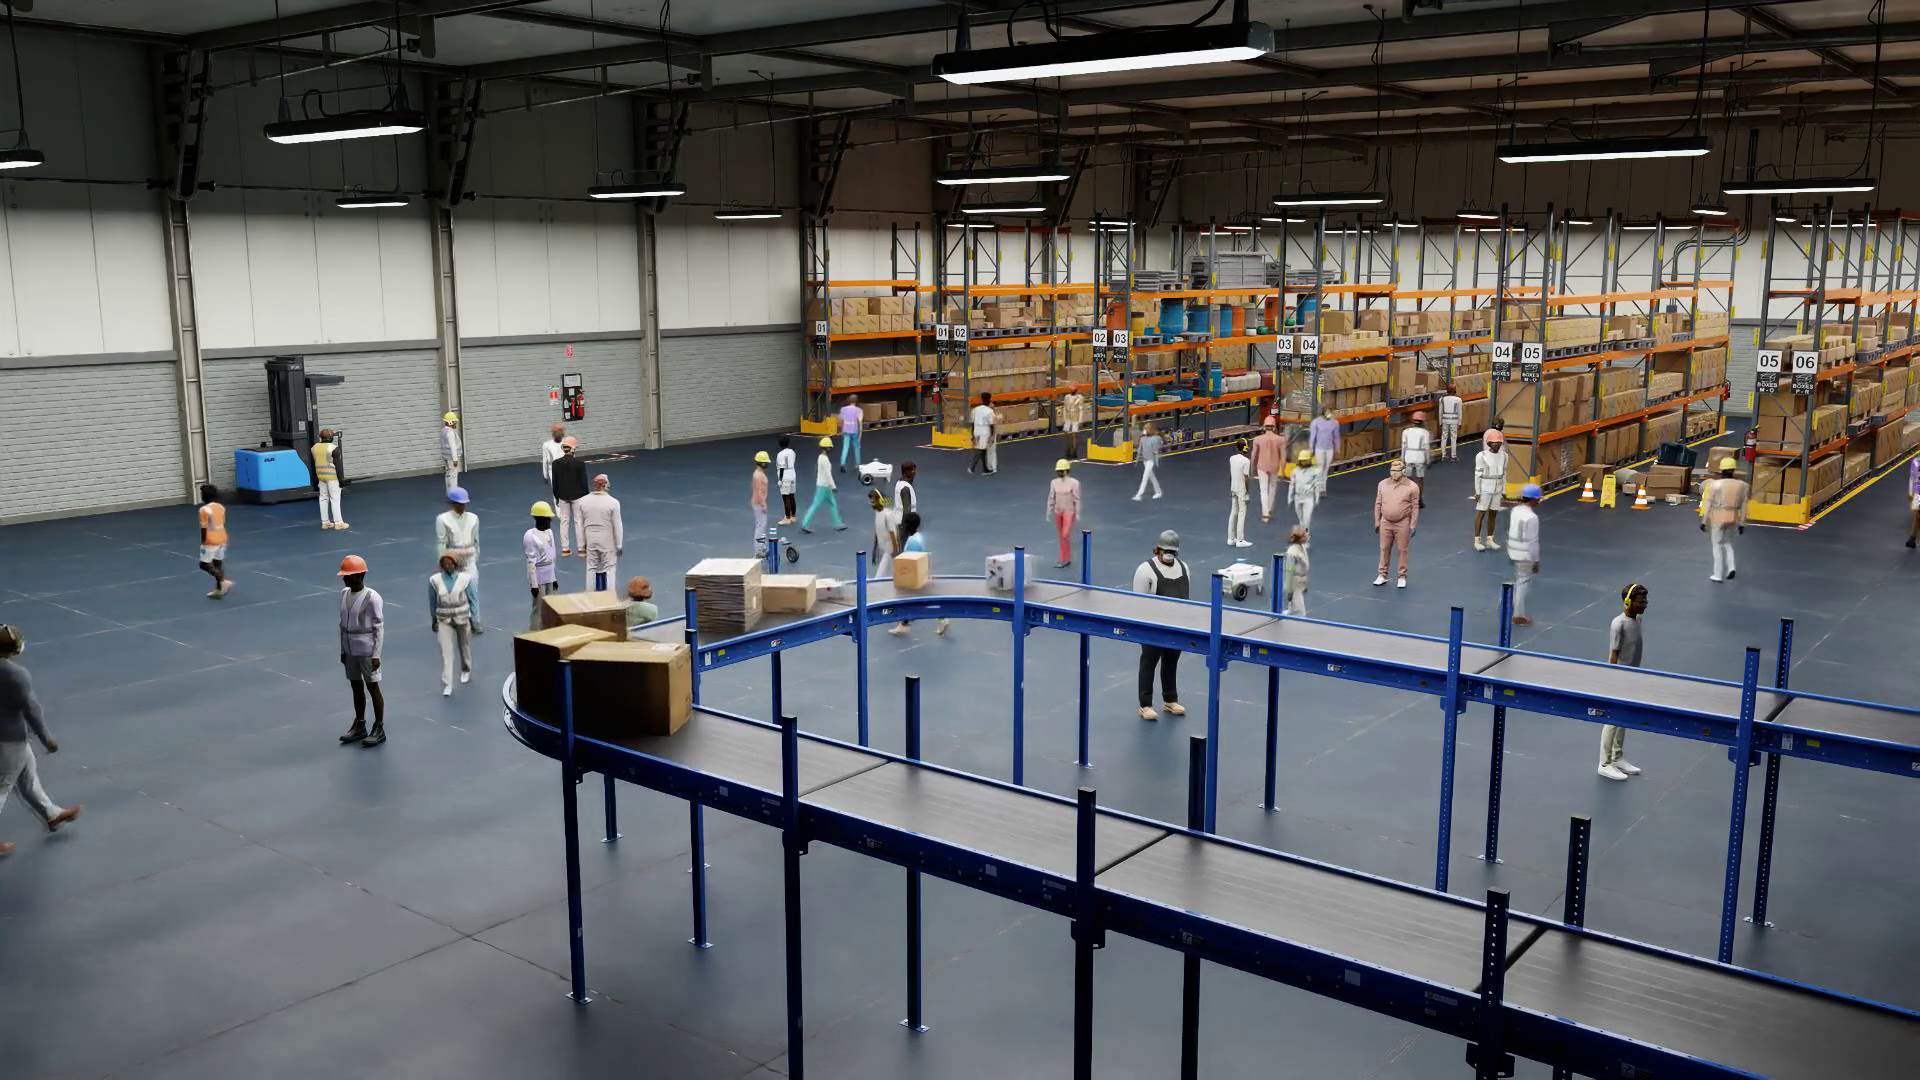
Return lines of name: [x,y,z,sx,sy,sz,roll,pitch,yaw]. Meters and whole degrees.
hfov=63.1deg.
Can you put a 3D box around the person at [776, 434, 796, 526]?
person: [-3.222,-1.123,29.001,0.322,1.699,0.535,4,11,21]

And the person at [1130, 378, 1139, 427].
person: [4.943,-3.797,44.325,0.499,1.601,0.790,7,12,34]

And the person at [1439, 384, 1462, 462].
person: [12.004,-2.866,38.300,0.574,1.882,0.356,7,12,34]

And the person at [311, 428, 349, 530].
person: [-11.508,-1.119,28.583,0.628,1.843,0.429,4,11,20]

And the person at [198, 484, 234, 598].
person: [-10.740,0.025,22.562,0.410,1.685,0.541,1,10,7]

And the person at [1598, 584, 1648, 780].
person: [6.290,1.323,14.789,0.312,1.865,0.516,10,14,44]

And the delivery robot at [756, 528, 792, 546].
delivery robot: [-3.033,-0.073,25.437,0.698,0.223,0.335,10,14,43]

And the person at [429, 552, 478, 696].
person: [-5.763,0.912,17.839,0.530,1.596,0.851,-2,10,-10]

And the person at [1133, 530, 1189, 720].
person: [2.213,0.907,16.736,0.675,2.000,0.537,-6,12,-29]

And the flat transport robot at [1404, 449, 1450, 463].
flat transport robot: [11.465,-2.070,38.472,0.652,0.197,1.431,8,13,38]

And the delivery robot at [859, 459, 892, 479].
delivery robot: [-1.856,-1.545,34.454,0.707,0.478,0.477,-2,10,-13]

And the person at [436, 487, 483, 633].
person: [-6.657,0.239,20.729,0.602,1.918,0.932,-8,13,-37]

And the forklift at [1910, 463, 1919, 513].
forklift: [19.034,-1.348,28.998,2.313,2.155,1.214,8,13,37]

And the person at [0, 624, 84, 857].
person: [-7.794,1.625,12.973,0.632,1.890,0.999,7,12,34]

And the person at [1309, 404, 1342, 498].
person: [7.595,-1.840,32.383,0.655,1.930,0.563,-3,10,-15]

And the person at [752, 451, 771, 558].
person: [-3.277,-0.597,25.882,0.330,1.761,0.537,0,10,-1]

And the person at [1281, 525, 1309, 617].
person: [4.128,0.592,19.554,0.658,1.622,0.516,4,11,23]

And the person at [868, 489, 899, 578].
person: [-1.049,0.203,21.239,1.012,1.809,0.537,-3,10,-15]

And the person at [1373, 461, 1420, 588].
person: [6.524,-0.240,23.452,0.644,1.907,0.399,7,12,33]

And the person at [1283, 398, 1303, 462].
person: [8.197,-2.857,38.290,0.633,1.874,1.074,7,12,35]

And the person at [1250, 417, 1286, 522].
person: [5.827,-1.365,29.665,0.649,1.939,1.005,1,10,5]

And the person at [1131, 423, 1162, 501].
person: [3.855,-1.608,32.052,0.870,1.587,0.520,-6,12,-32]

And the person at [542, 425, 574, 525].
person: [-7.536,-1.258,29.373,0.586,1.845,0.956,-5,11,-25]

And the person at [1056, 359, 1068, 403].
person: [3.178,-4.802,49.390,0.420,1.820,0.595,-9,13,-41]

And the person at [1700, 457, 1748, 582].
person: [11.616,-0.310,23.827,0.591,1.912,0.410,0,10,-2]

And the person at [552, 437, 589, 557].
person: [-6.436,-0.718,25.922,0.611,1.985,0.394,1,10,8]

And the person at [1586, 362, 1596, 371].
person: [19.426,-4.652,48.231,0.545,1.929,0.389,-3,10,-15]

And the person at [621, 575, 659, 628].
person: [-3.382,1.164,16.427,0.501,1.596,0.837,7,12,34]

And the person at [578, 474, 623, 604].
person: [-5.032,0.021,21.995,0.674,1.905,0.402,3,10,16]

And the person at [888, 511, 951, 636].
person: [-0.516,0.440,20.301,0.754,1.671,0.541,-1,10,-7]

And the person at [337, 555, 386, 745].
person: [-6.058,1.106,15.786,0.542,1.938,0.358,5,11,26]

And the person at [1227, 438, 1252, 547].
person: [4.820,-0.824,26.882,0.329,1.860,0.494,-5,11,-27]

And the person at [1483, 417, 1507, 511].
person: [10.520,-1.504,30.753,0.429,1.842,0.626,-2,10,-12]

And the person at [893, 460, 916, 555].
person: [-0.817,-0.244,23.449,0.393,1.916,0.591,-2,10,-11]

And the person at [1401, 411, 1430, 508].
person: [9.026,-1.586,30.997,0.592,1.919,0.437,8,13,36]

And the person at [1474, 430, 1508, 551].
person: [8.987,-0.840,26.442,0.608,2.045,0.392,-3,10,-16]

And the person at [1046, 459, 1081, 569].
person: [1.595,-0.406,24.863,0.540,1.733,0.827,8,13,37]

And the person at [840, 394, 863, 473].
person: [-2.536,-2.486,36.371,0.588,1.816,0.887,3,10,16]

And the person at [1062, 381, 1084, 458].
person: [2.767,-2.999,38.956,0.597,1.909,0.516,7,12,34]

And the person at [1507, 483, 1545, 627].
person: [7.562,0.198,20.914,0.448,1.930,0.644,-1,10,-5]

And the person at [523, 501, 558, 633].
person: [-5.157,0.476,19.354,0.360,1.930,0.586,2,10,11]

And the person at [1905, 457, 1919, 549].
person: [16.400,-0.775,26.536,0.576,1.866,1.003,8,13,40]

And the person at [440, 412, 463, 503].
person: [-10.314,-1.684,31.781,0.404,1.831,0.600,-7,12,-33]

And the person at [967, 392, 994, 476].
person: [0.459,-2.416,35.670,0.862,1.932,0.612,-10,14,-44]

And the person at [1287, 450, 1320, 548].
person: [5.746,-0.650,26.319,0.501,1.696,0.876,6,12,32]

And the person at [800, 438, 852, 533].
person: [-2.468,-0.991,28.216,0.942,1.719,0.522,-2,10,-9]

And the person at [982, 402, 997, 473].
person: [0.698,-2.364,36.157,0.310,1.638,0.523,-3,11,-18]

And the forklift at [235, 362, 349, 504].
forklift: [-13.803,-2.244,32.110,1.129,2.768,1.873,8,13,37]

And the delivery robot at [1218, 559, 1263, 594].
delivery robot: [4.091,0.520,22.833,0.707,0.478,0.477,-8,13,-38]
